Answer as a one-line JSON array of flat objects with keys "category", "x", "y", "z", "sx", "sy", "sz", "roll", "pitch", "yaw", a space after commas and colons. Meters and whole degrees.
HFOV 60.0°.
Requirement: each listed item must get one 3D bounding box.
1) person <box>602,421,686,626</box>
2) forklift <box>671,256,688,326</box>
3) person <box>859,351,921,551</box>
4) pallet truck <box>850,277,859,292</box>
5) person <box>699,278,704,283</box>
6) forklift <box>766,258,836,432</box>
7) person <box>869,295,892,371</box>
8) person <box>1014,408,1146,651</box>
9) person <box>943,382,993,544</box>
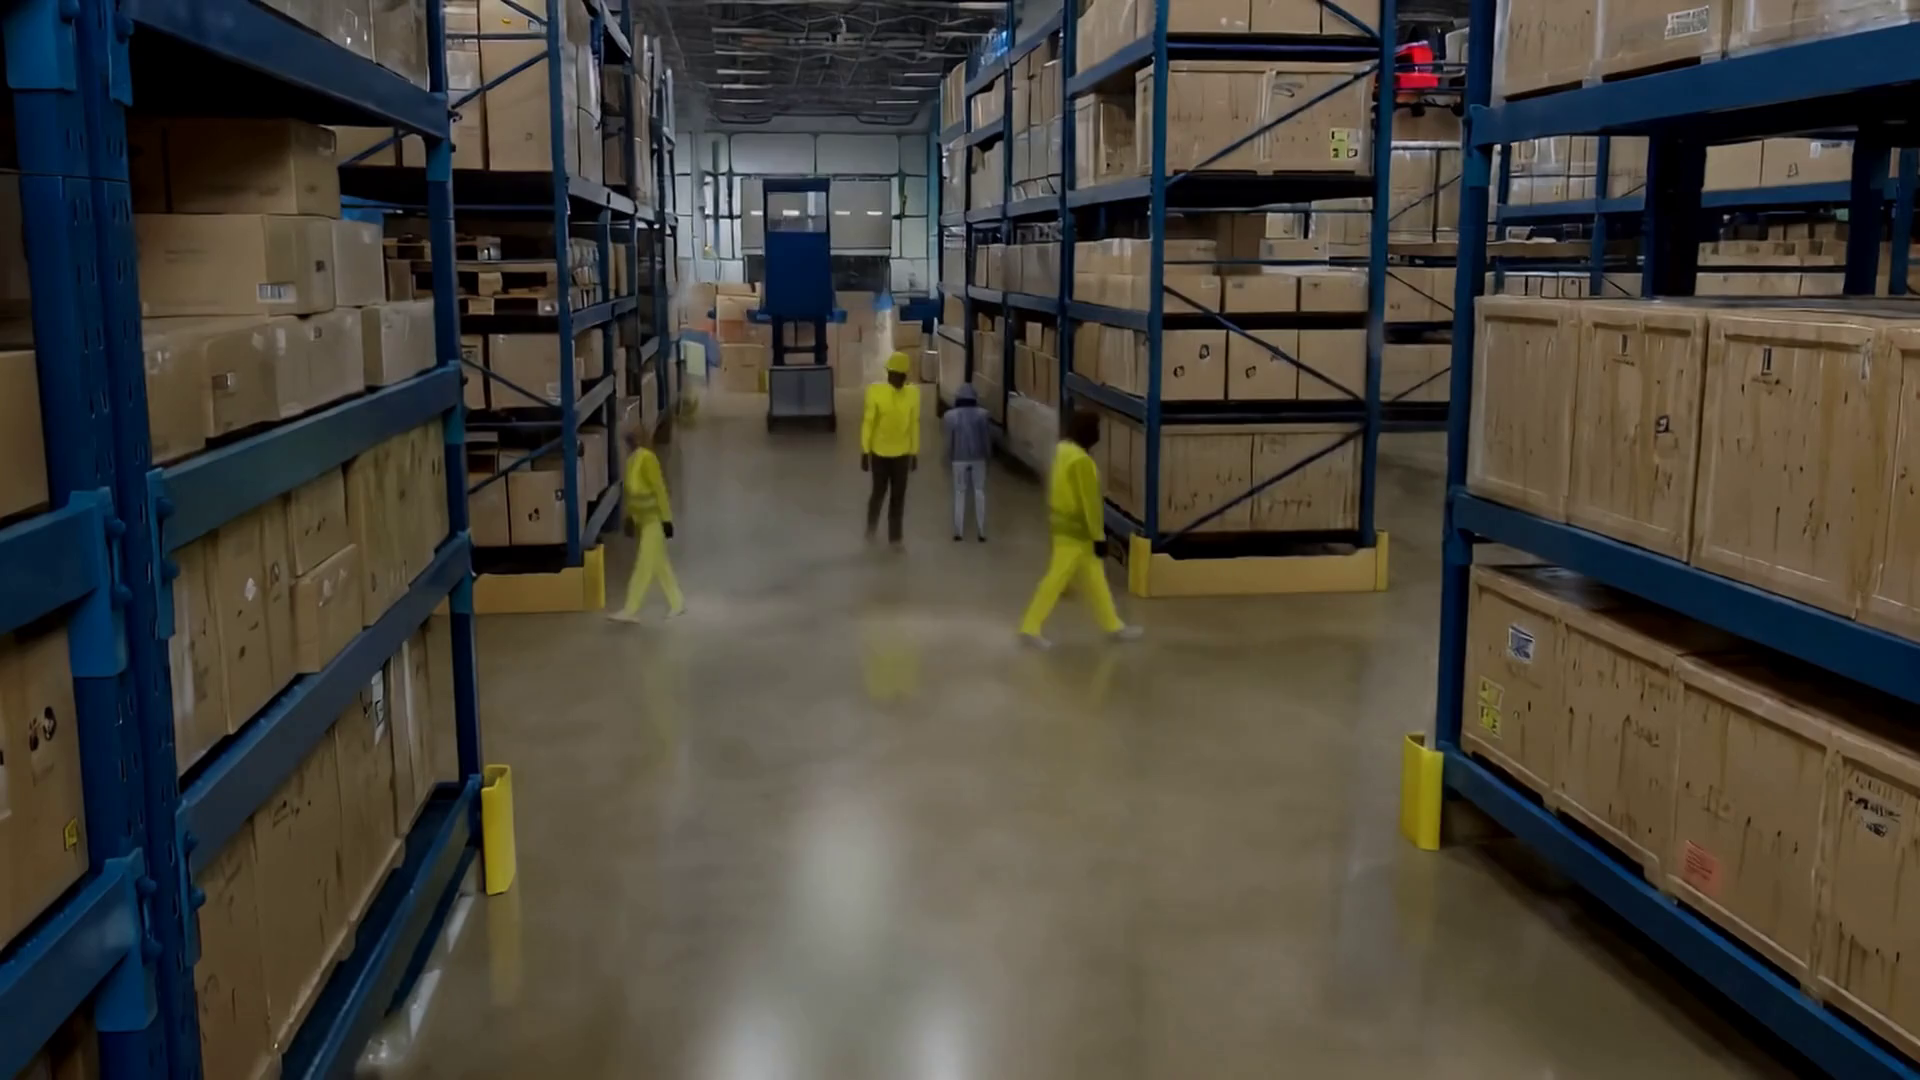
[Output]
[{"category": "person", "x": -2.478, "y": -0.132, "z": 13.039, "sx": 0.744, "sy": 1.593, "sz": 0.582, "roll": -7, "pitch": 12, "yaw": -36}, {"category": "forklift", "x": -10.150, "y": -8.825, "z": 59.945, "sx": 1.873, "sy": 2.768, "sz": 1.129, "roll": 4, "pitch": 11, "yaw": 24}, {"category": "person", "x": -0.698, "y": -0.887, "z": 16.398, "sx": 0.644, "sy": 1.972, "sz": 0.602, "roll": -5, "pitch": 11, "yaw": -26}, {"category": "pallet truck", "x": -3.782, "y": -9.391, "z": 65.808, "sx": 1.885, "sy": 1.965, "sz": 0.823, "roll": 2, "pitch": 10, "yaw": 10}, {"category": "person", "x": -10.675, "y": -9.886, "z": 68.908, "sx": 0.549, "sy": 1.932, "sz": 0.384, "roll": -2, "pitch": 10, "yaw": -14}, {"category": "forklift", "x": -2.646, "y": -3.238, "z": 27.414, "sx": 1.129, "sy": 2.768, "sz": 1.873, "roll": -1, "pitch": 10, "yaw": -7}, {"category": "person", "x": -1.886, "y": -5.067, "z": 40.932, "sx": 0.754, "sy": 1.900, "sz": 0.595, "roll": -4, "pitch": 10, "yaw": -21}, {"category": "person", "x": 0.860, "y": -0.068, "z": 12.156, "sx": 1.000, "sy": 1.791, "sz": 0.637, "roll": -1, "pitch": 10, "yaw": -5}, {"category": "person", "x": 0.080, "y": -0.774, "z": 16.699, "sx": 0.498, "sy": 1.633, "sz": 0.285, "roll": -1, "pitch": 10, "yaw": -5}]
